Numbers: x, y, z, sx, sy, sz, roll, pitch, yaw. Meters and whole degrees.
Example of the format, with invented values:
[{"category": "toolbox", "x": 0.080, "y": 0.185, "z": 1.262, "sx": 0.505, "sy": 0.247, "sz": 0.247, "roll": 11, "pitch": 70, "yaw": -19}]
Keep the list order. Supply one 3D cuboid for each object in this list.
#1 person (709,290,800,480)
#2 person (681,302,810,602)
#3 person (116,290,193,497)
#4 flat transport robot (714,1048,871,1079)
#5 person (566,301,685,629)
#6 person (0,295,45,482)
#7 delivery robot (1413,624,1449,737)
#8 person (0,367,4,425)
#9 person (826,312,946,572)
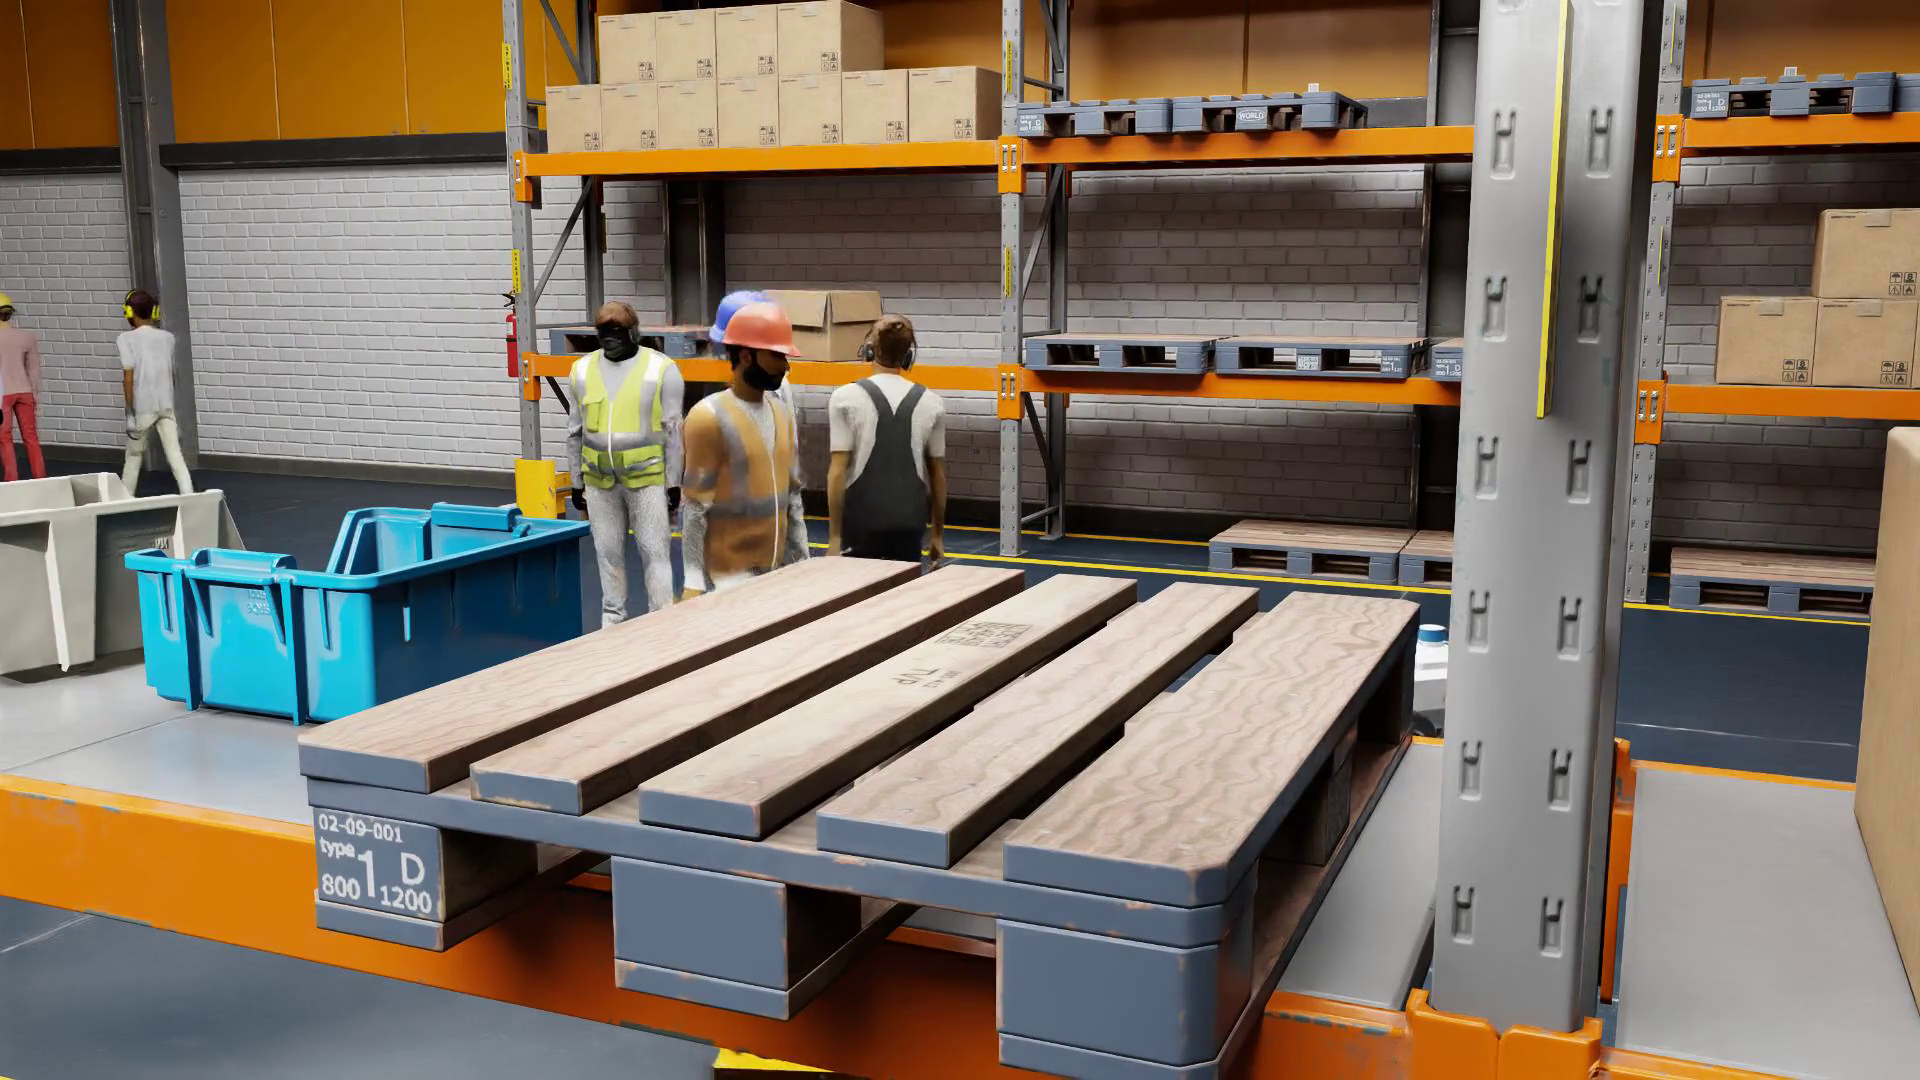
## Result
[{"category": "person", "x": -0.850, "y": -0.179, "z": 7.552, "sx": 0.672, "sy": 1.903, "sz": 0.645, "roll": -1, "pitch": 10, "yaw": -4}, {"category": "person", "x": -0.746, "y": 0.068, "z": 6.161, "sx": 1.011, "sy": 1.875, "sz": 0.551, "roll": 5, "pitch": 11, "yaw": 29}, {"category": "person", "x": -6.179, "y": -0.983, "z": 12.642, "sx": 1.002, "sy": 1.811, "sz": 0.535, "roll": 6, "pitch": 11, "yaw": 31}, {"category": "flat transport robot", "x": -0.214, "y": 1.119, "z": 4.661, "sx": 0.652, "sy": 0.197, "sz": 1.431, "roll": 1, "pitch": 9, "yaw": 4}, {"category": "person", "x": -1.723, "y": -0.311, "z": 8.577, "sx": 0.631, "sy": 1.833, "sz": 0.429, "roll": 2, "pitch": 10, "yaw": 10}, {"category": "person", "x": -8.205, "y": -1.236, "z": 14.377, "sx": 0.360, "sy": 1.769, "sz": 0.578, "roll": 5, "pitch": 11, "yaw": 27}, {"category": "delivery robot", "x": 1.897, "y": 0.585, "z": 6.727, "sx": 0.707, "sy": 0.478, "sz": 0.477, "roll": -3, "pitch": 10, "yaw": -17}, {"category": "person", "x": -7.656, "y": -1.007, "z": 12.723, "sx": 0.619, "sy": 1.837, "sz": 0.430, "roll": -4, "pitch": 10, "yaw": -24}, {"category": "person", "x": -0.301, "y": -0.025, "z": 6.893, "sx": 0.542, "sy": 1.812, "sz": 0.490, "roll": -3, "pitch": 10, "yaw": -17}]
